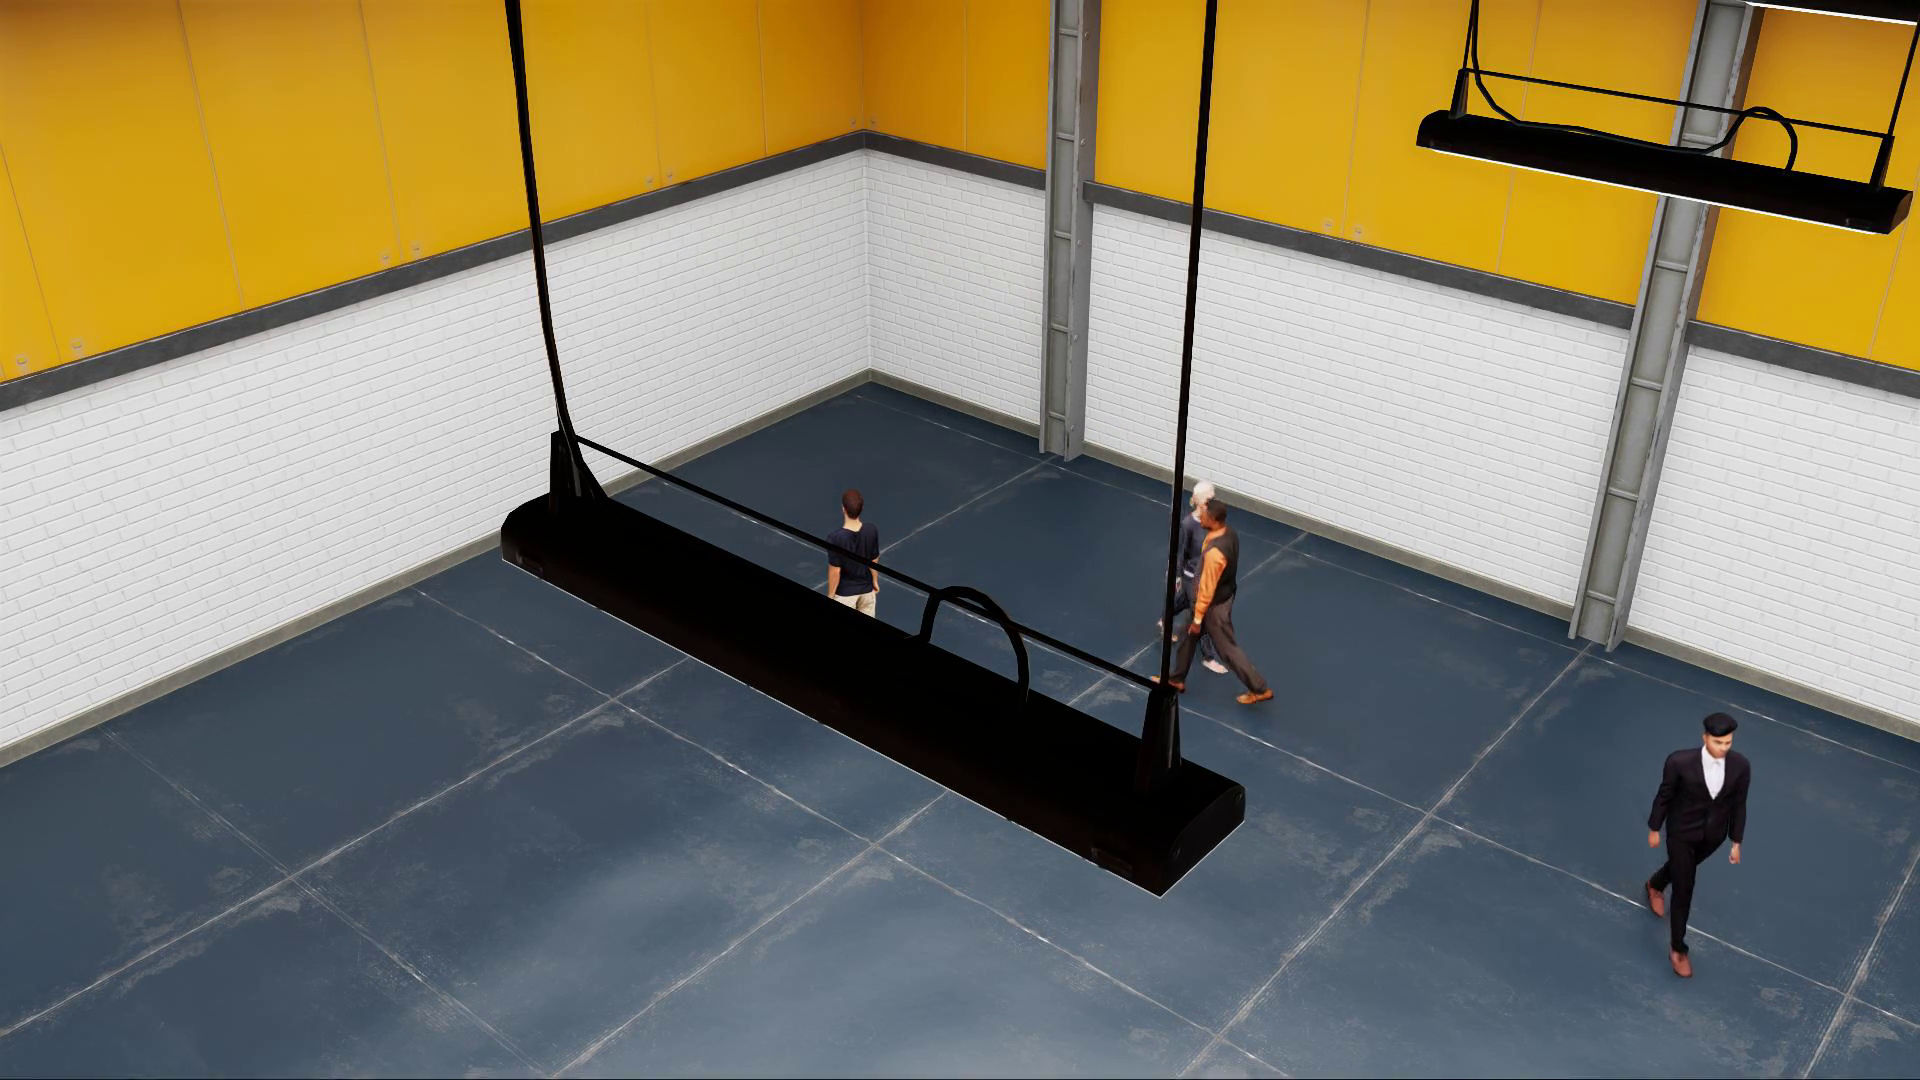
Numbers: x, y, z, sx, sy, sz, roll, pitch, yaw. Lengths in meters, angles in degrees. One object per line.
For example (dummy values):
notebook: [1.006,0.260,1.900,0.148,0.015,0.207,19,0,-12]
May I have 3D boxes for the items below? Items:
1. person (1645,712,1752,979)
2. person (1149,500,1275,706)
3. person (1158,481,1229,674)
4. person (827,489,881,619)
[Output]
person: [4.903,1.897,11.151,1.236,1.839,1.225,1,29,2]
person: [2.183,0.577,13.553,1.392,1.857,1.056,9,30,15]
person: [1.992,0.242,14.336,0.725,1.694,1.140,-23,36,-35]
person: [-0.874,0.421,13.835,0.687,1.859,0.626,-17,33,-29]
